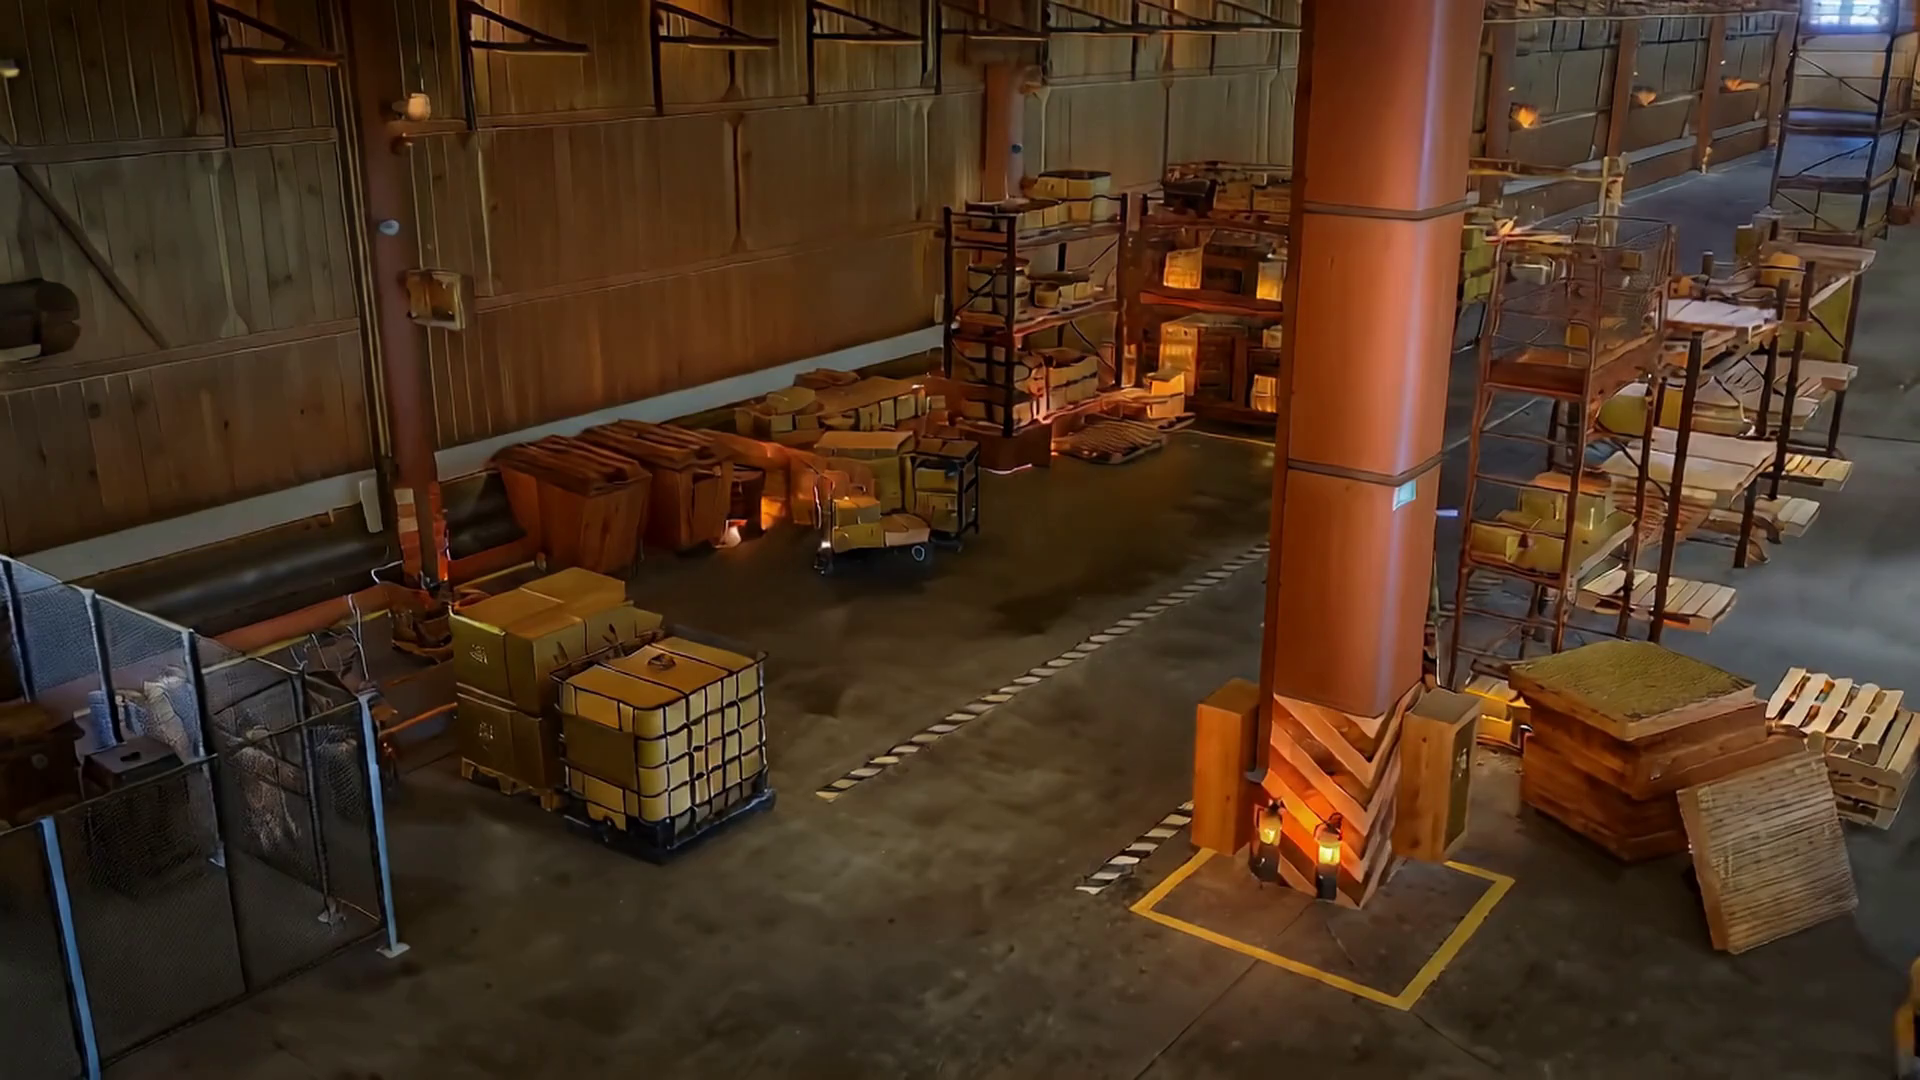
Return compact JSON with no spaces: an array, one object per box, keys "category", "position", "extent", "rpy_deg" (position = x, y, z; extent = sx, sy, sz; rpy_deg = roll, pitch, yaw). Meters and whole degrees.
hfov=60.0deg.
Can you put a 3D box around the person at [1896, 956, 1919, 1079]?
[{"category":"person","position":[4.791,2.424,8.120],"extent":[0.558,1.660,0.493],"rpy_deg":[-3,18,-10]}]
